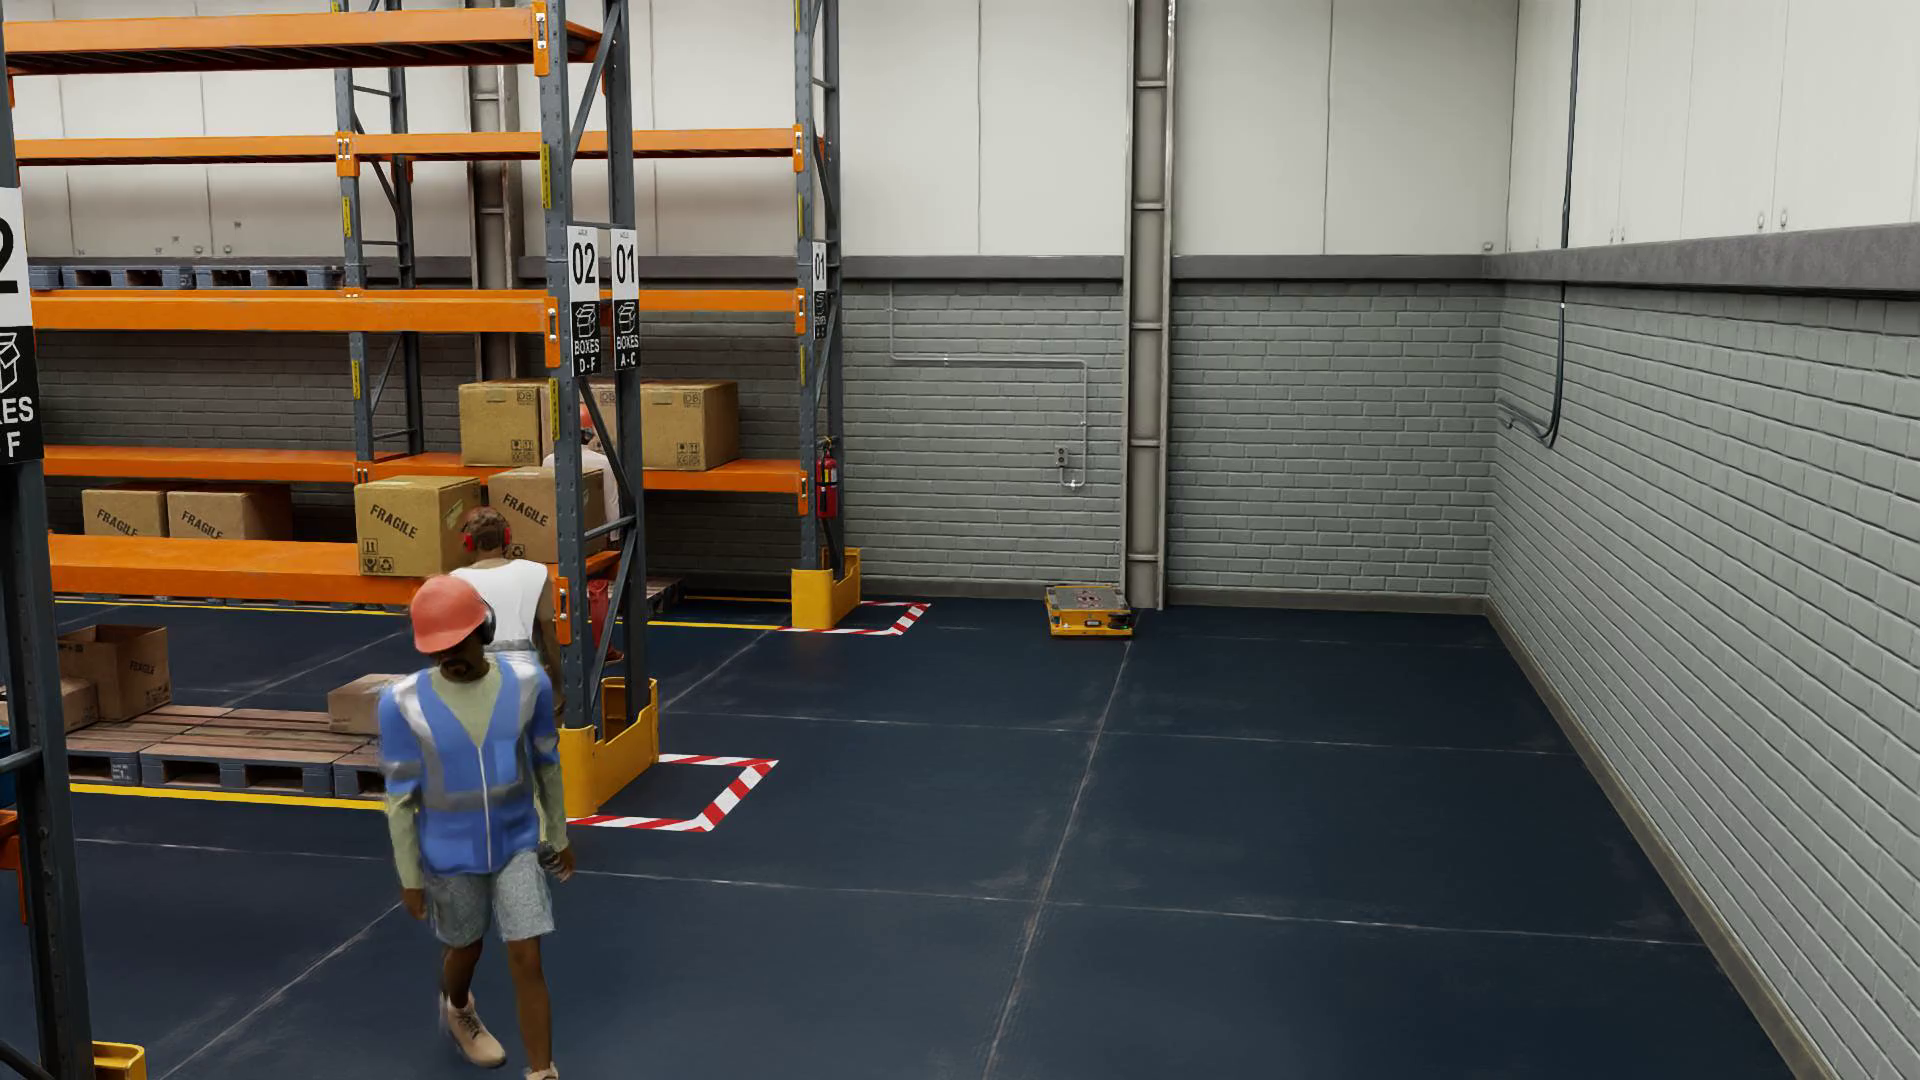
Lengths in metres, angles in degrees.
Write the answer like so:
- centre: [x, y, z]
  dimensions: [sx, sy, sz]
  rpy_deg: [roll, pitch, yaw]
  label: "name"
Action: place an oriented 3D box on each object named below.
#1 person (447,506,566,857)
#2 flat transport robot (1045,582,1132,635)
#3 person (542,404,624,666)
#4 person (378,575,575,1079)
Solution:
- centre: [-2.287, 0.740, 8.332]
  dimensions: [0.598, 1.829, 0.476]
  rpy_deg: [-2, 9, -13]
  label: "person"
- centre: [1.077, 0.578, 14.171]
  dimensions: [0.652, 0.197, 1.431]
  rpy_deg: [0, 9, 1]
  label: "flat transport robot"
- centre: [-2.852, -0.029, 12.598]
  dimensions: [0.613, 1.997, 0.374]
  rpy_deg: [2, 9, 12]
  label: "person"
- centre: [-1.702, 1.063, 5.908]
  dimensions: [0.658, 1.985, 0.988]
  rpy_deg: [-5, 10, -27]
  label: "person"
